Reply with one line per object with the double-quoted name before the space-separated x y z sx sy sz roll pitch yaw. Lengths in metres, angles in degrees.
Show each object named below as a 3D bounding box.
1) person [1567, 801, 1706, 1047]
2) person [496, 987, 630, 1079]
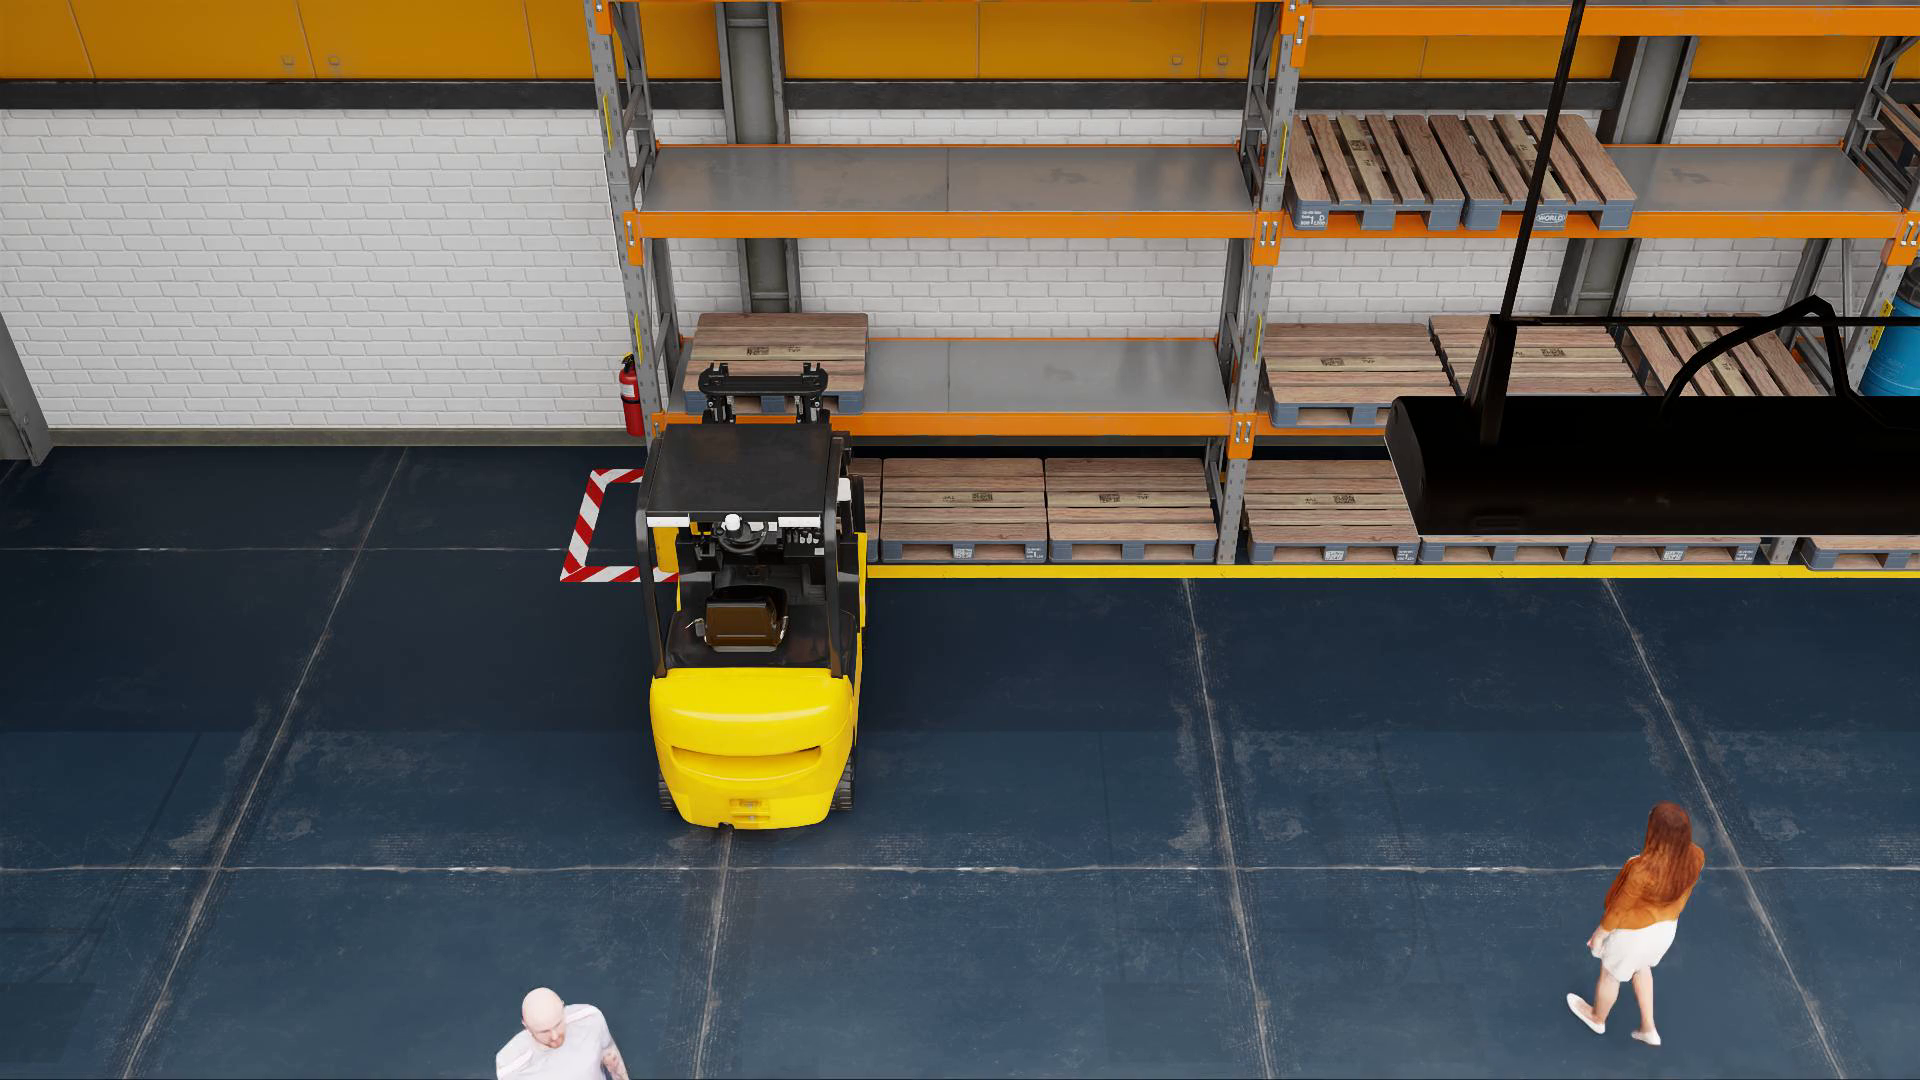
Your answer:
"person" 3.476 1.999 8.364 0.810 1.709 0.840 -14 41 -16
"person" -1.833 2.537 7.622 1.115 1.795 1.147 -30 47 -32
